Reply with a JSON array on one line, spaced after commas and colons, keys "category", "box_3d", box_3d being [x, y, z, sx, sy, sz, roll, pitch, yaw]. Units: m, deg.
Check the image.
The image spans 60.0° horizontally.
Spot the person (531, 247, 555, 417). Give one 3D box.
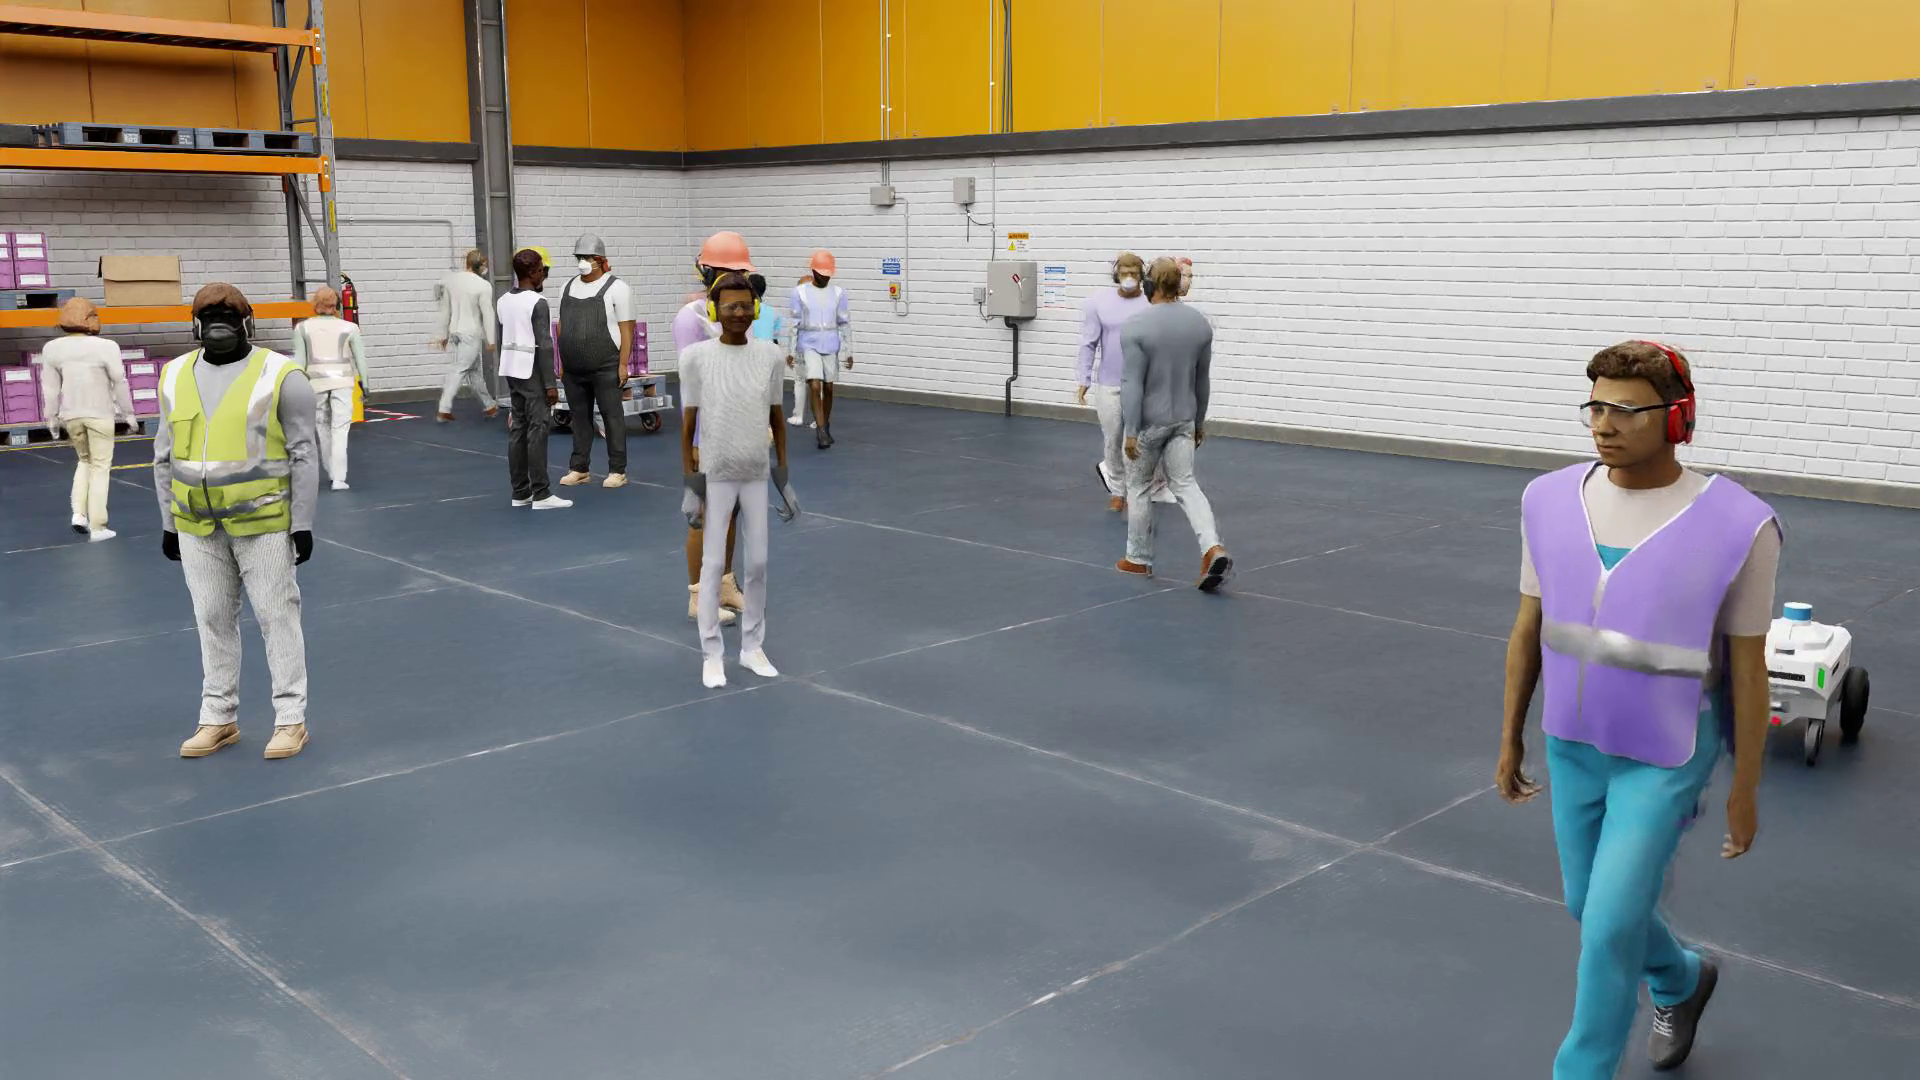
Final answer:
[{"category": "person", "box_3d": [-4.584, -2.270, 18.320, 0.818, 1.885, 0.684, -5, 11, -24]}]

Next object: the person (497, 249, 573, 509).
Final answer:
[{"category": "person", "box_3d": [-3.198, -1.186, 12.342, 0.587, 1.920, 0.390, 9, 14, 42]}]

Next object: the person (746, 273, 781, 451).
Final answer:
[{"category": "person", "box_3d": [-1.885, -1.651, 15.561, 0.543, 1.673, 0.720, -10, 14, -43]}]

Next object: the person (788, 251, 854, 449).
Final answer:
[{"category": "person", "box_3d": [-1.312, -1.810, 15.883, 0.601, 1.864, 0.948, -3, 11, -17]}]

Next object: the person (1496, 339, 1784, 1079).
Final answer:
[{"category": "person", "box_3d": [1.516, 0.454, 3.706, 0.853, 1.816, 0.574, -8, 13, -37]}]

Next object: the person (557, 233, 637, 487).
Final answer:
[{"category": "person", "box_3d": [-2.970, -1.438, 13.386, 0.682, 2.000, 0.537, 4, 11, 18]}]

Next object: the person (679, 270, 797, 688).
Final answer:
[{"category": "person", "box_3d": [-1.010, -0.276, 7.529, 0.527, 1.873, 0.330, -5, 11, -24]}]

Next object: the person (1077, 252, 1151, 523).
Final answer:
[{"category": "person", "box_3d": [1.176, -1.098, 11.947, 0.666, 1.909, 0.826, 2, 11, 13]}]

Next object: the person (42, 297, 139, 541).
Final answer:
[{"category": "person", "box_3d": [-5.765, -0.798, 11.050, 0.505, 1.621, 0.375, 1, 10, 3]}]

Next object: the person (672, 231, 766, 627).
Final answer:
[{"category": "person", "box_3d": [-1.220, -0.579, 8.700, 0.395, 2.038, 0.615, 5, 11, 24]}]

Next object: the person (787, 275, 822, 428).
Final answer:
[{"category": "person", "box_3d": [-1.608, -1.987, 17.557, 0.520, 1.591, 0.734, -7, 12, -32]}]

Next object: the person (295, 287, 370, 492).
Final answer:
[{"category": "person", "box_3d": [-5.021, -1.217, 13.372, 0.545, 1.601, 0.813, -1, 10, -6]}]

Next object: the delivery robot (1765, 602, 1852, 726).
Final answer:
[{"category": "delivery robot", "box_3d": [3.330, 0.494, 6.649, 0.477, 0.478, 0.707, 7, 12, 34]}]

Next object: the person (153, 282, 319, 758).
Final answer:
[{"category": "person", "box_3d": [-2.809, -0.067, 6.445, 0.633, 1.846, 0.429, 1, 10, 4]}]

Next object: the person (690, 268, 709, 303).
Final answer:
[{"category": "person", "box_3d": [-2.568, -2.071, 17.691, 0.718, 1.722, 0.546, 10, 15, 44]}]

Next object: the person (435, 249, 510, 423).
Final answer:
[{"category": "person", "box_3d": [-5.332, -2.213, 18.078, 0.675, 1.870, 1.046, 7, 12, 33]}]

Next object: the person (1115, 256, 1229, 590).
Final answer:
[{"category": "person", "box_3d": [1.216, -0.671, 9.580, 0.636, 1.913, 0.899, -5, 12, -26]}]

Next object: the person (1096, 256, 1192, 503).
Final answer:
[{"category": "person", "box_3d": [1.421, -1.189, 12.498, 0.603, 1.877, 0.657, 2, 11, 8]}]
